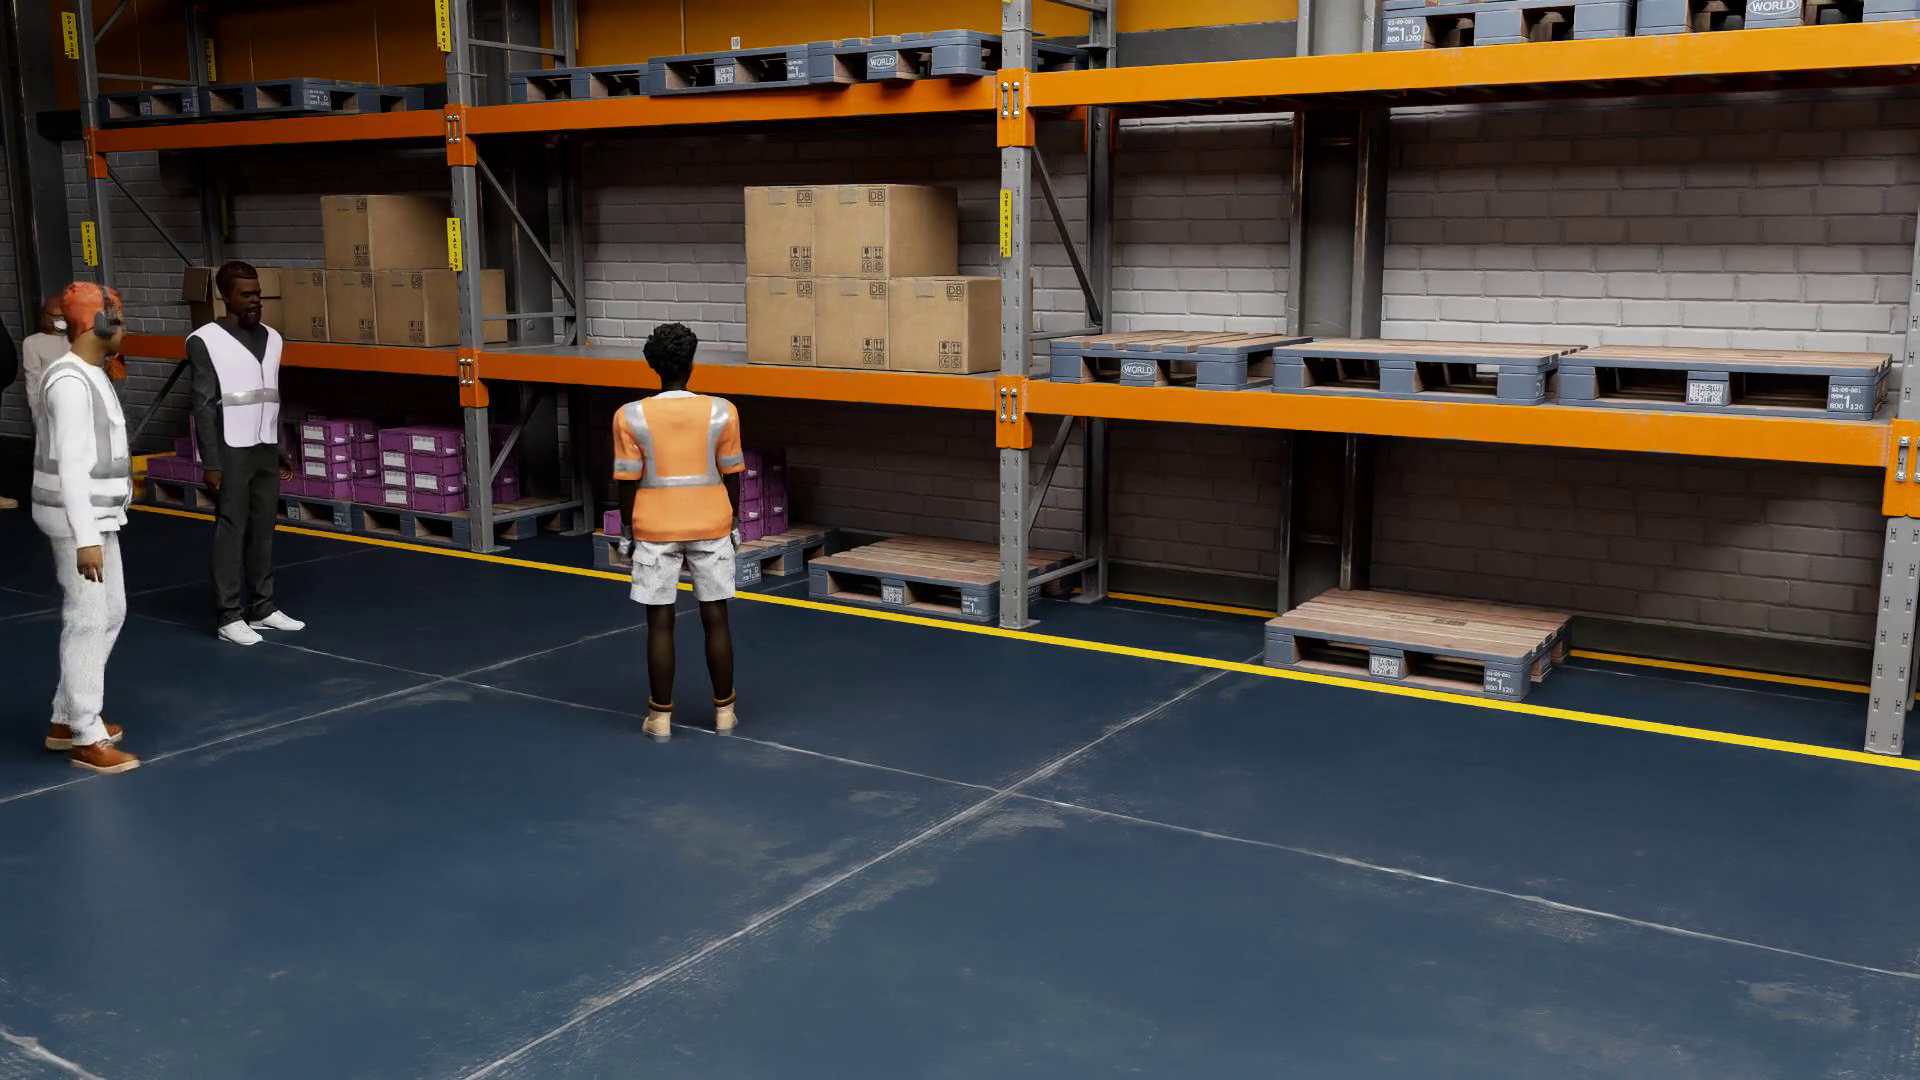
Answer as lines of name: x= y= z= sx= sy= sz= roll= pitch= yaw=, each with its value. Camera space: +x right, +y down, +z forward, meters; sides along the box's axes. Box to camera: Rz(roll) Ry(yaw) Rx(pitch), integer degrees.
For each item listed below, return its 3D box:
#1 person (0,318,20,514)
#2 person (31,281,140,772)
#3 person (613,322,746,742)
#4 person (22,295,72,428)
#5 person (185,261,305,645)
person: x=-7.257 y=-1.203 z=12.295 sx=0.536 sy=2.000 sz=0.683 roll=-1 pitch=10 yaw=-8
person: x=-3.379 y=-0.046 z=6.378 sx=0.399 sy=1.875 sz=0.703 roll=-3 pitch=11 yaw=-16
person: x=-1.127 y=-0.025 z=6.725 sx=0.529 sy=1.694 sz=0.321 roll=-3 pitch=11 yaw=-17
person: x=-6.400 y=-0.926 z=11.889 sx=0.279 sy=1.633 sz=0.499 roll=7 pitch=12 yaw=33
person: x=-3.637 y=-0.445 z=8.435 sx=0.371 sy=1.916 sz=0.597 roll=3 pitch=11 yaw=17
